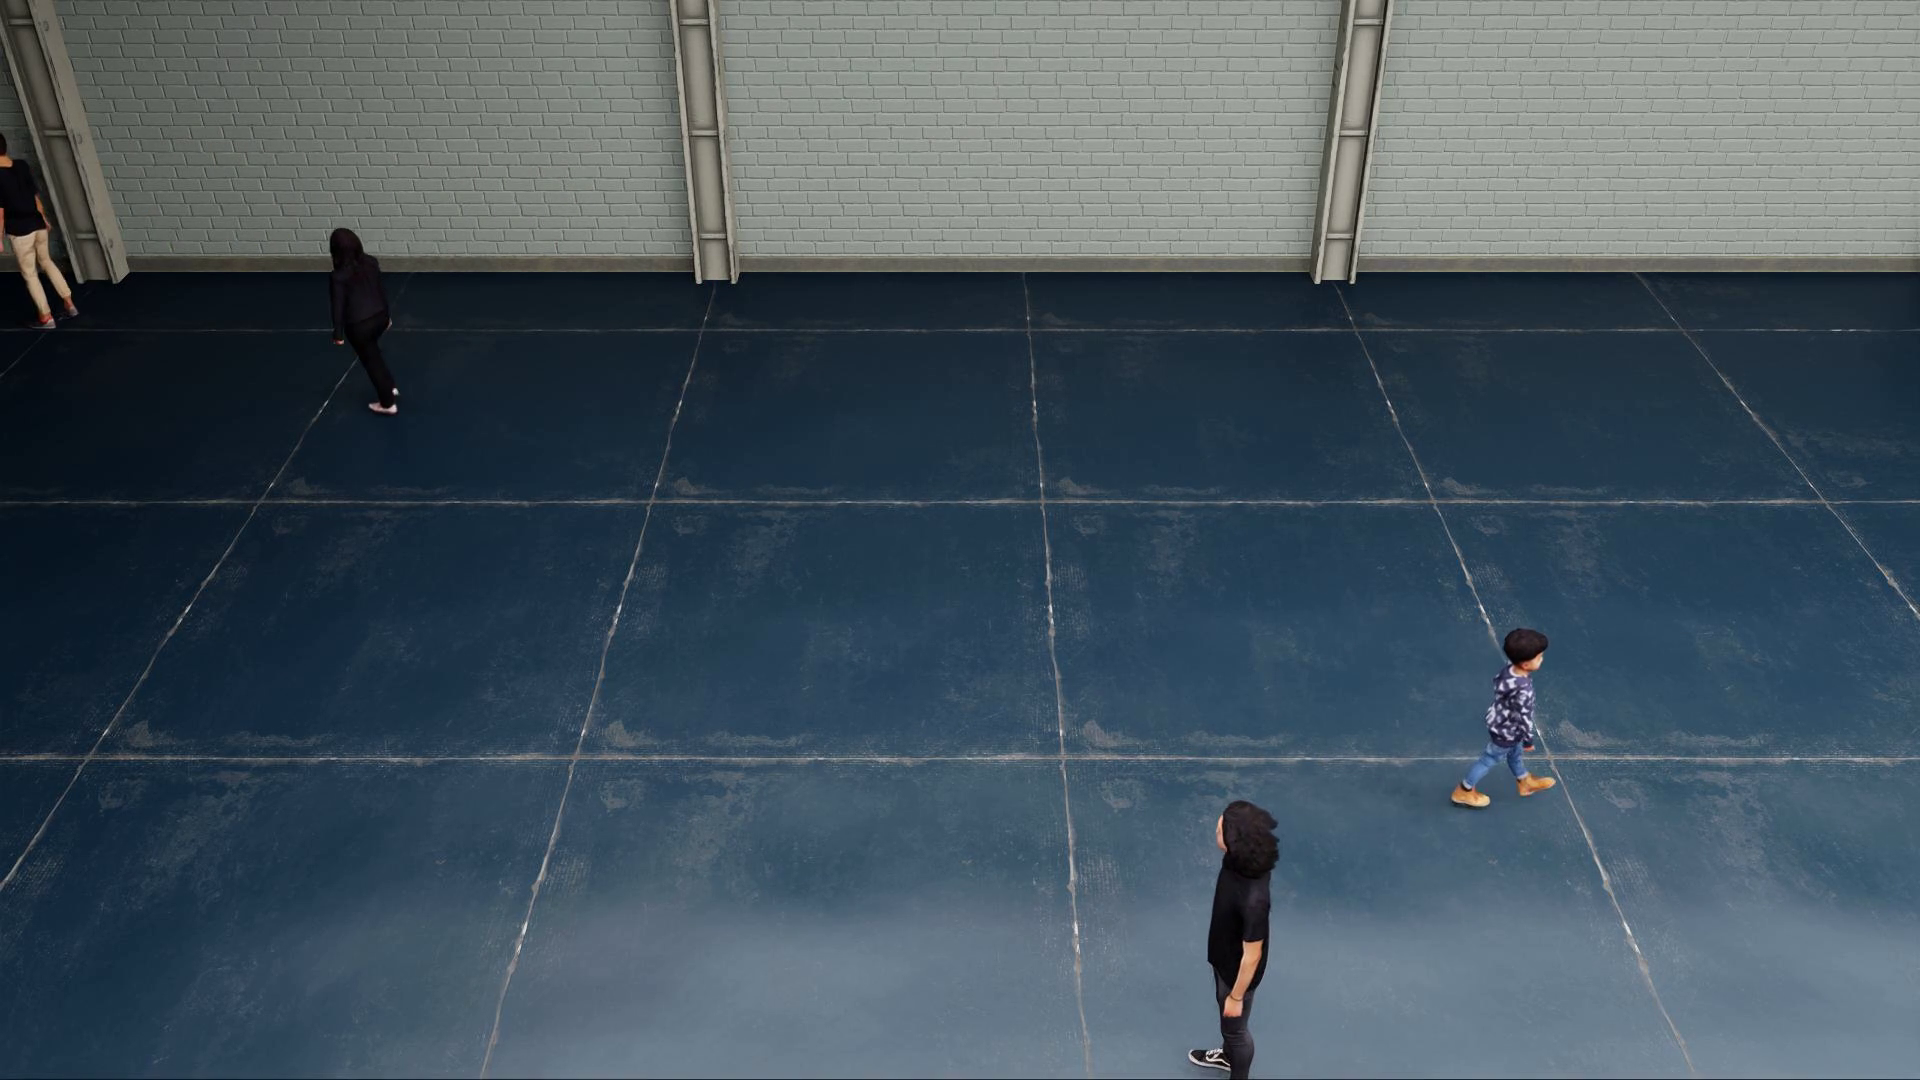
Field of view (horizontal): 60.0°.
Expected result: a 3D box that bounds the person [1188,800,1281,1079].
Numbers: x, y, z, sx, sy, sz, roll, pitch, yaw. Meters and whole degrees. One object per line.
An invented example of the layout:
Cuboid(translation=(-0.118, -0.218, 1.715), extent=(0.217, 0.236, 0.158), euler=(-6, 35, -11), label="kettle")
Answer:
Cuboid(translation=(1.285, 1.913, 7.665), extent=(0.523, 1.834, 0.645), euler=(2, 33, 3), label="person")

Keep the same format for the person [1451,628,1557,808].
Cuboid(translation=(3.094, 1.048, 9.557), extent=(0.830, 1.220, 0.532), euler=(2, 33, 3), label="person")

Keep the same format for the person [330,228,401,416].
Cuboid(translation=(-4.754, -1.740, 13.495), extent=(0.741, 1.600, 0.736), euler=(10, 34, 15), label="person")

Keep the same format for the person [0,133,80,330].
Cuboid(translation=(-8.284, -2.757, 14.828), extent=(0.716, 1.853, 0.765), euler=(9, 34, 14), label="person")
